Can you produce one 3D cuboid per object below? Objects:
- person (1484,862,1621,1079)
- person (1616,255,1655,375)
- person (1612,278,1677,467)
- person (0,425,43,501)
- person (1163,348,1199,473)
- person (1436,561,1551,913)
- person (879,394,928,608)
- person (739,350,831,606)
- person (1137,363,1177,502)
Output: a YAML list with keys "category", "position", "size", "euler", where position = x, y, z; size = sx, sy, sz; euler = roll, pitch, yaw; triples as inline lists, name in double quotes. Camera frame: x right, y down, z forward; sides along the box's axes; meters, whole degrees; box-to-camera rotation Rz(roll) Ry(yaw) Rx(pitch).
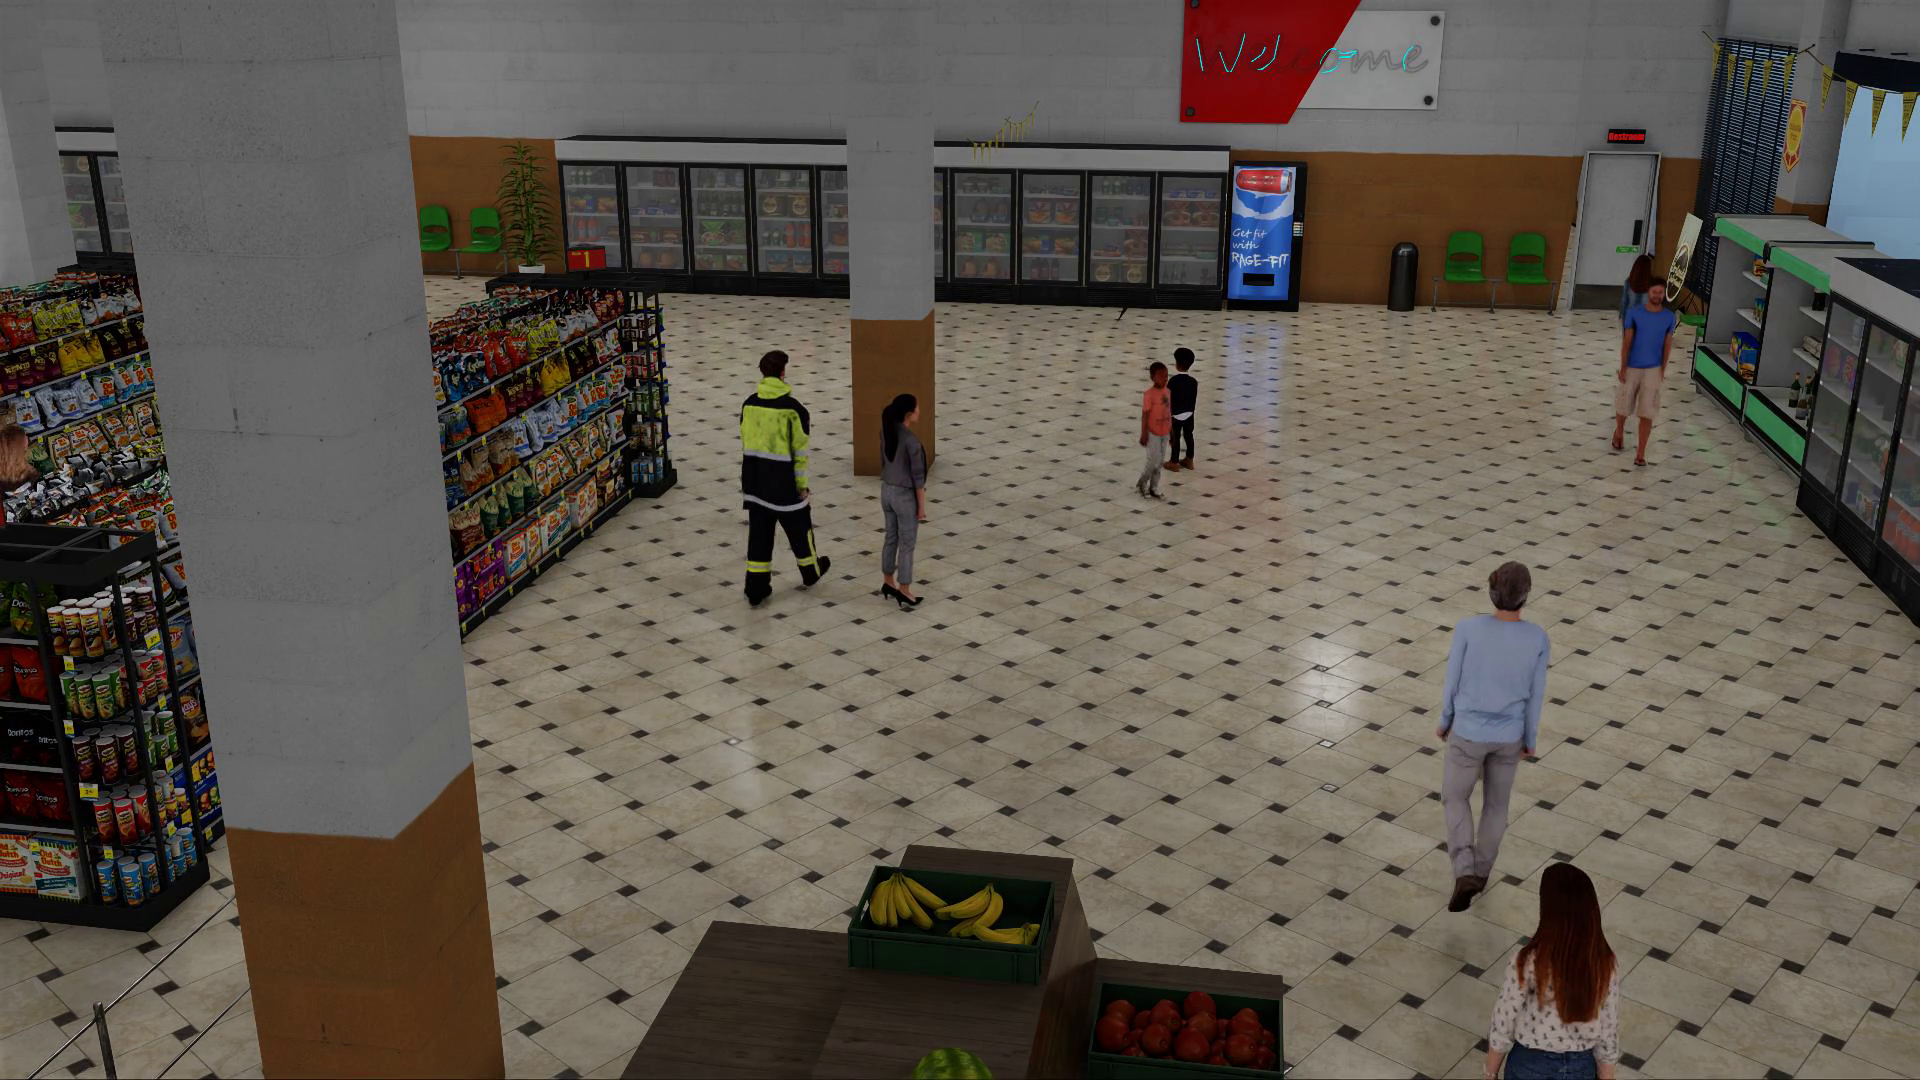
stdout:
- category: "person"
  position: [2.132, 2.001, 5.926]
  size: [0.760, 1.684, 1.164]
  euler: [-1, 19, -2]
- category: "person"
  position: [8.262, -2.741, 20.317]
  size: [0.583, 1.475, 0.506]
  euler: [5, 19, 14]
- category: "person"
  position: [6.845, -1.729, 16.747]
  size: [0.743, 1.837, 1.254]
  euler: [6, 19, 17]
- category: "person"
  position: [-6.646, 0.059, 11.712]
  size: [0.700, 1.667, 1.115]
  euler: [1, 19, 2]
- category: "person"
  position: [2.193, -1.290, 16.410]
  size: [0.573, 1.222, 0.614]
  euler: [-9, 21, -25]
- category: "person"
  position: [2.693, 1.038, 8.486]
  size: [0.650, 1.873, 1.027]
  euler: [4, 19, 11]
- category: "person"
  position: [-0.462, -0.302, 12.774]
  size: [0.765, 1.673, 0.721]
  euler: [-16, 24, -39]
- category: "person"
  position: [-1.467, -0.448, 12.778]
  size: [0.961, 1.947, 1.204]
  euler: [8, 20, 23]
- category: "person"
  position: [1.785, -1.020, 15.486]
  size: [0.590, 1.301, 0.652]
  euler: [-13, 23, -34]
